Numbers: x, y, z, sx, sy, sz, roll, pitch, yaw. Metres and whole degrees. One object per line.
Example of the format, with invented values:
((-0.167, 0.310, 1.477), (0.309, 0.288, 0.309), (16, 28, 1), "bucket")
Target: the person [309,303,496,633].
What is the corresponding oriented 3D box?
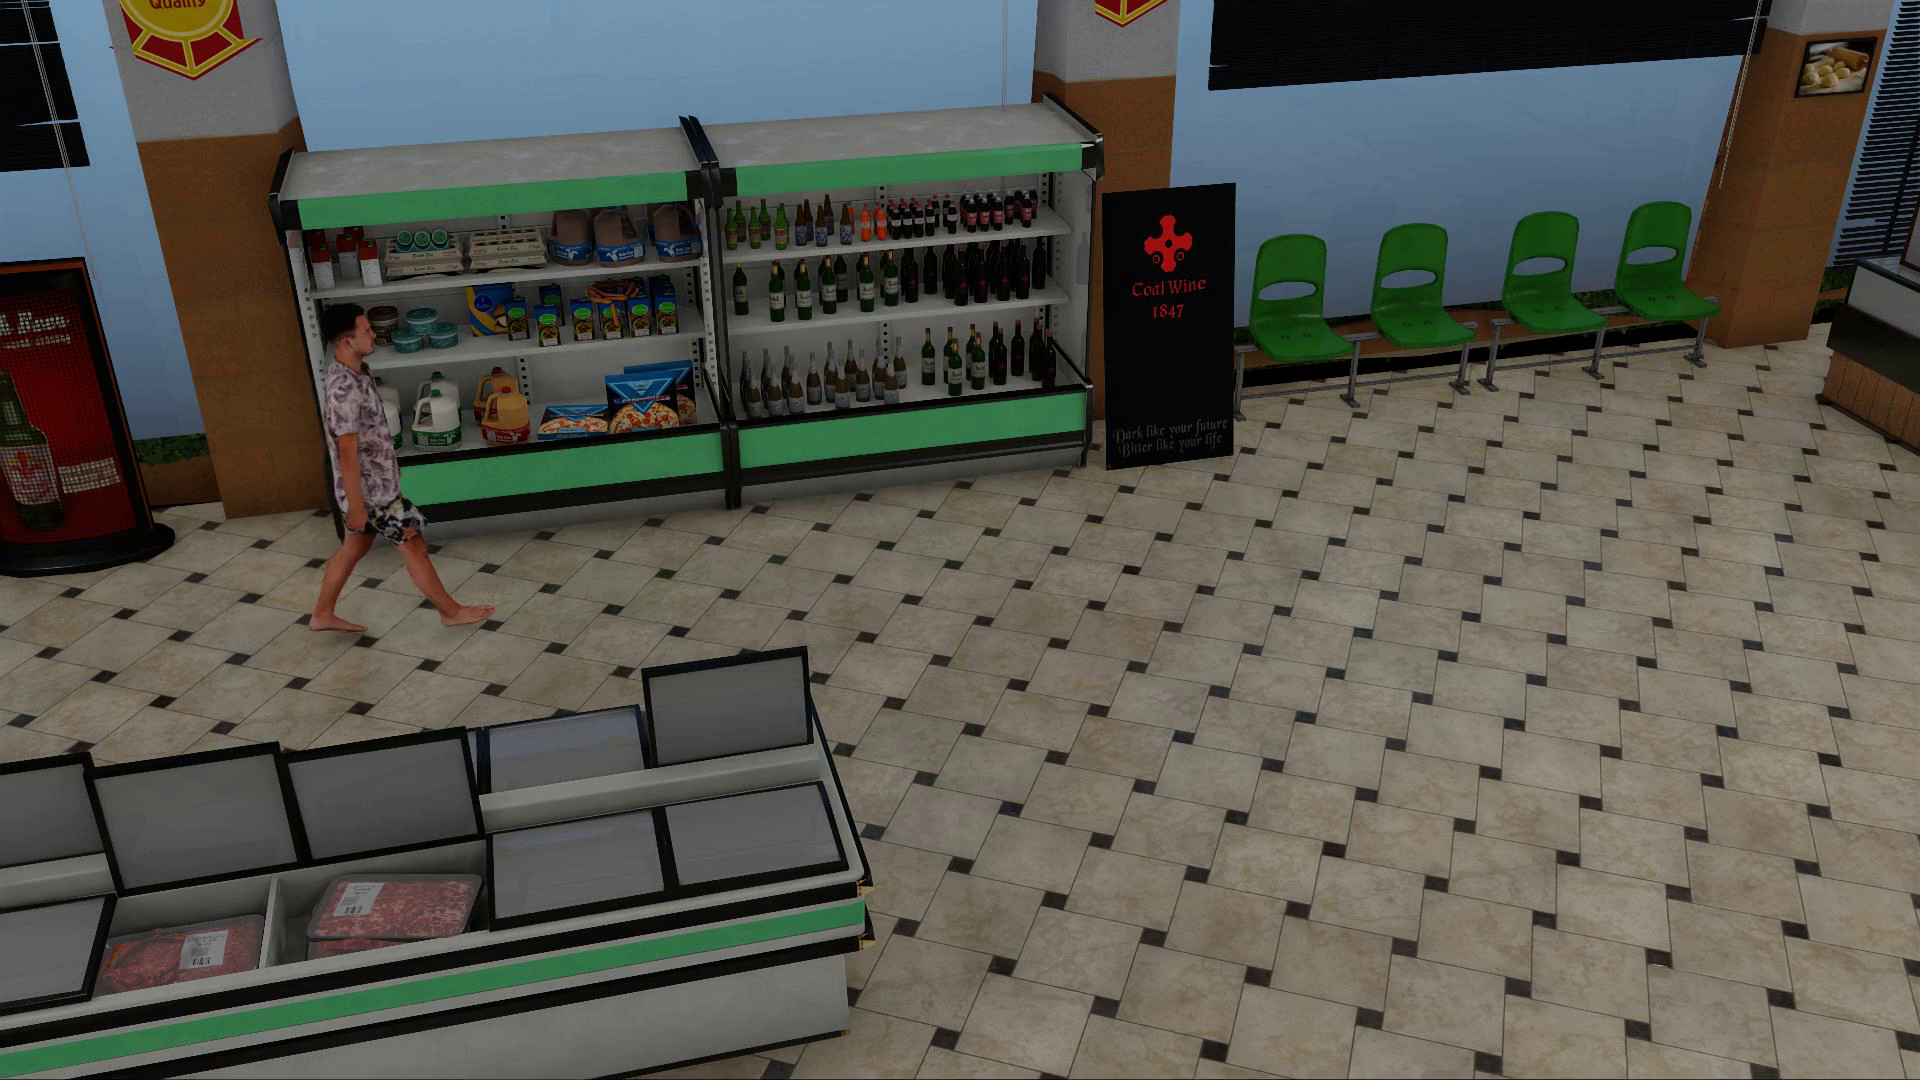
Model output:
((-3.000, -0.273, 8.176), (1.150, 1.776, 0.746), (-9, 30, -17), "person")
